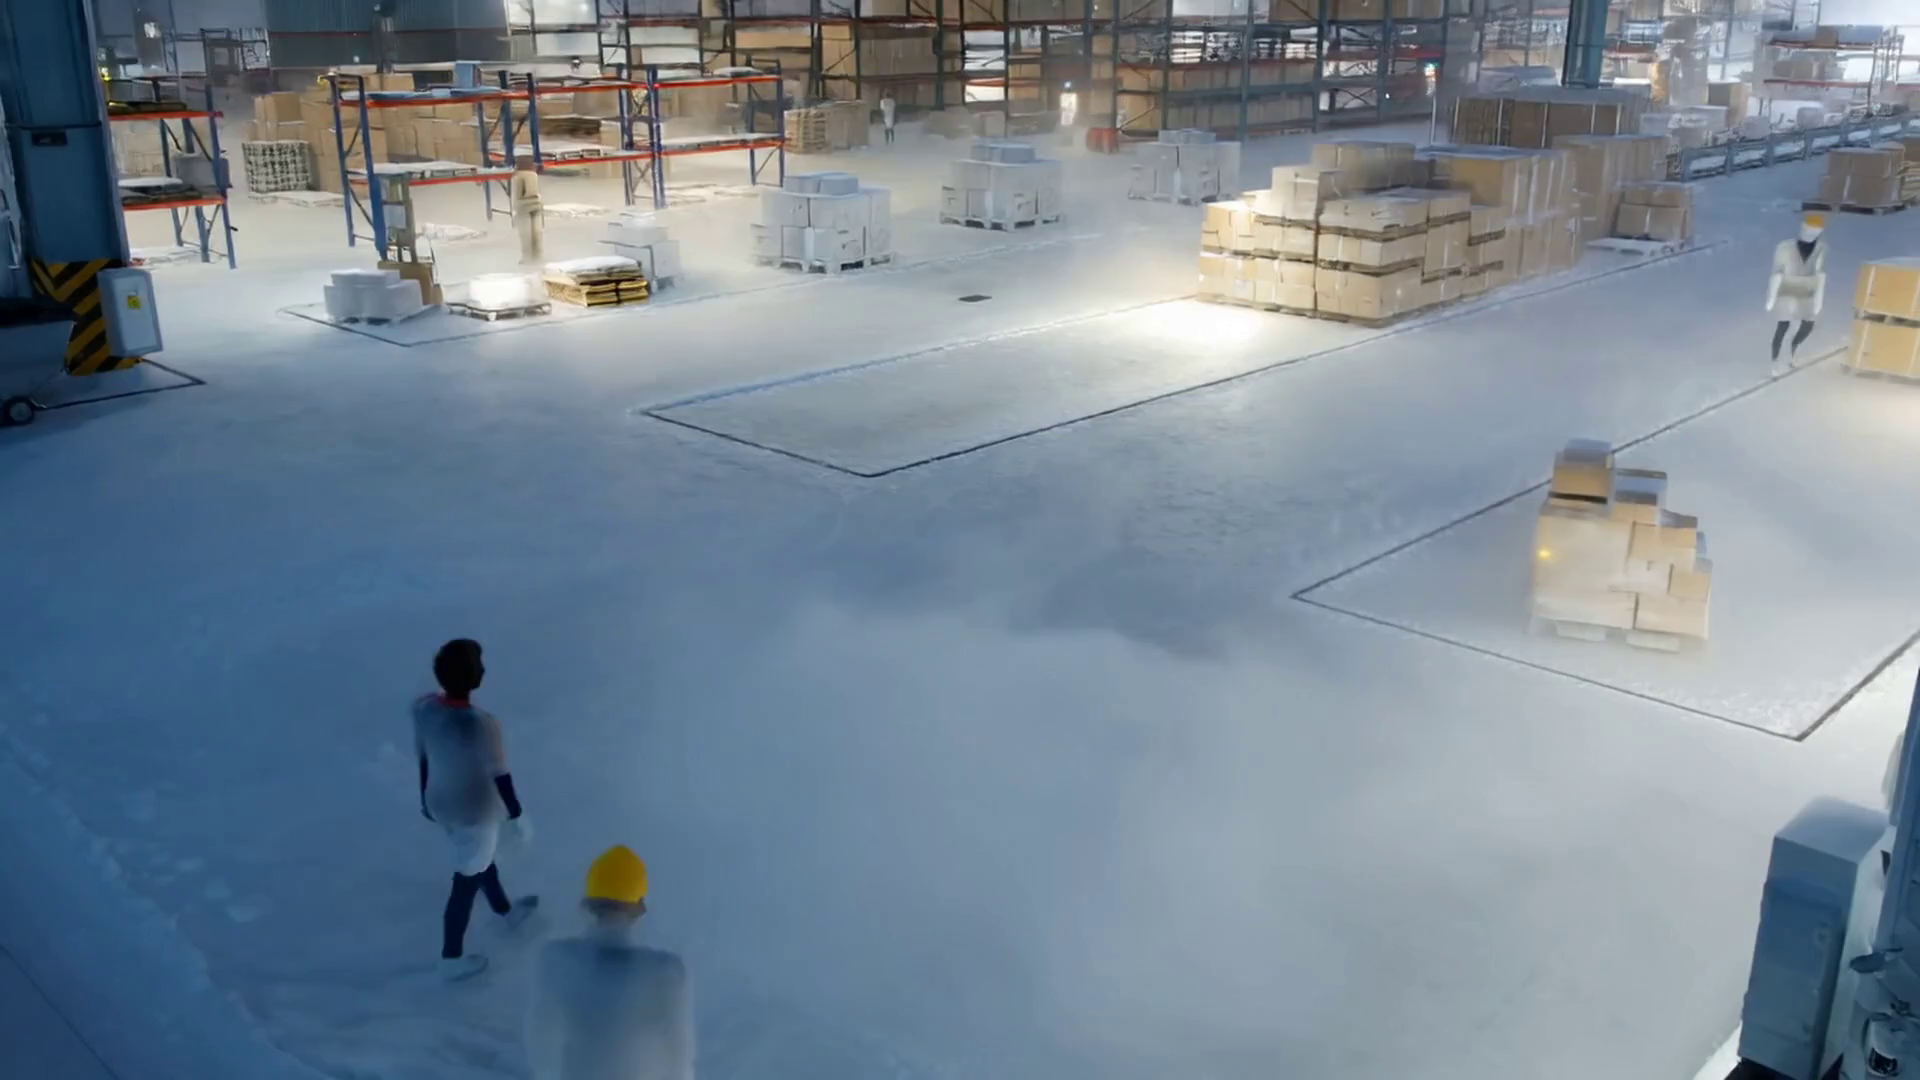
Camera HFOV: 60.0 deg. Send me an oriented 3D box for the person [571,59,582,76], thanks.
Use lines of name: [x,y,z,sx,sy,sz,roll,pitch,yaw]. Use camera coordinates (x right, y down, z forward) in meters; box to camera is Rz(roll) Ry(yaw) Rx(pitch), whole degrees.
person: [-14.531,-17.383,63.604,0.966,1.946,0.616,4,19,11]

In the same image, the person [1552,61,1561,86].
person: [22.898,-17.349,63.586,0.639,1.902,0.407,-2,18,-5]

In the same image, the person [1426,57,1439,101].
person: [19.622,-19.163,69.188,0.576,1.818,0.810,15,23,38]

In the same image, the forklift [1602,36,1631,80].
forklift: [24.333,-17.287,61.864,1.129,2.768,1.873,17,25,41]

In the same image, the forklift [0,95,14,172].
forklift: [-24.269,-10.815,42.365,1.129,2.768,1.873,17,25,41]

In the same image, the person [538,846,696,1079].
person: [-1.190,1.893,5.828,0.548,1.751,0.399,2,18,6]

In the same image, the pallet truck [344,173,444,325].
pallet truck: [-8.209,-4.181,23.757,0.823,1.965,1.885,3,19,9]

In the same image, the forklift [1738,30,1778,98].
forklift: [34.739,-20.584,71.798,1.129,2.768,1.873,-6,19,-16]

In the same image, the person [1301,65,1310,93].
person: [14.195,-18.690,68.109,0.856,1.586,0.504,12,22,32]

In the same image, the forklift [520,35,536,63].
forklift: [-16.455,-17.891,63.685,1.873,2.768,1.129,0,18,-1]

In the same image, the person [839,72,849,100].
person: [-3.959,-14.641,55.463,0.879,1.891,0.663,-6,19,-16]

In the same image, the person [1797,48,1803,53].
person: [41.894,-23.692,82.991,0.518,1.705,0.414,-12,22,-32]

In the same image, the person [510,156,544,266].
person: [-7.348,-5.576,28.229,0.431,1.836,0.619,15,23,38]

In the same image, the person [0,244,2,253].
person: [-14.346,-4.296,24.199,0.645,1.933,0.725,-6,19,-18]

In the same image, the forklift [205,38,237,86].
forklift: [-26.396,-16.579,59.731,1.873,2.768,1.129,17,25,41]

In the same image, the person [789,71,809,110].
person: [-5.314,-14.539,55.075,0.626,1.911,1.001,-17,25,-42]

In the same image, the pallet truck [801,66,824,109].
pallet truck: [-4.812,-15.182,56.903,0.823,1.965,1.885,-9,21,-26]

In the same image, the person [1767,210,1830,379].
person: [10.088,-2.973,20.087,0.652,2.020,0.507,3,19,8]

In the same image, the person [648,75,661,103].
person: [-9.857,-13.983,53.443,0.561,1.898,0.658,12,22,31]

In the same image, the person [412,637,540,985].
person: [-2.254,1.238,7.931,0.553,1.661,0.787,13,23,35]

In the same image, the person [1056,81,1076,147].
person: [3.113,-12.549,49.101,0.579,1.908,0.810,12,22,32]

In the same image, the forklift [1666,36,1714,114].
forklift: [27.341,-17.291,61.877,1.129,2.768,1.873,17,25,41]

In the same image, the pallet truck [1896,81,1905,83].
pallet truck: [34.802,-16.331,61.455,0.653,1.274,1.630,17,25,41]

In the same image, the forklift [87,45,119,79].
forklift: [-26.944,-14.161,52.447,1.873,2.768,1.129,6,19,18]

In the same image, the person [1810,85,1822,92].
person: [30.474,-15.800,59.237,0.448,1.686,0.548,-2,18,-5]

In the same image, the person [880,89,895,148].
person: [-2.140,-12.439,49.103,0.316,1.699,0.542,16,24,40]
